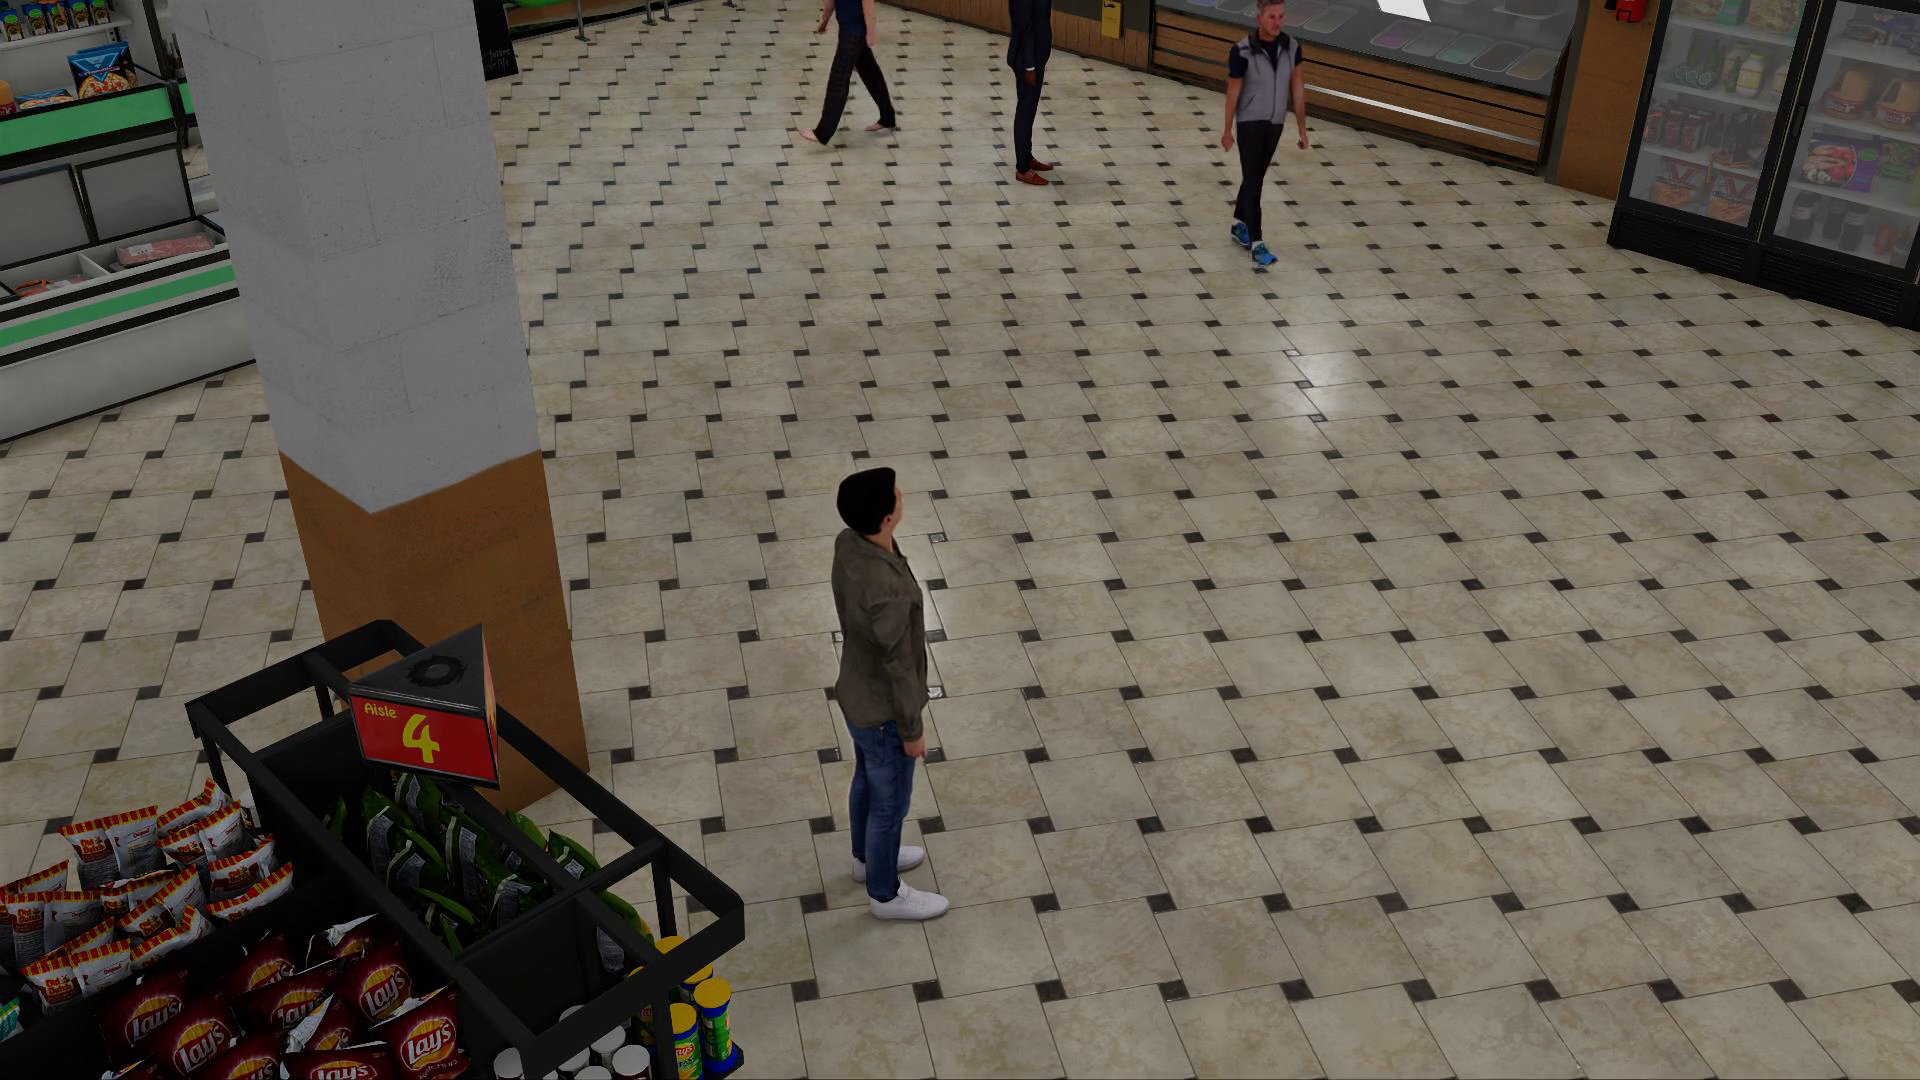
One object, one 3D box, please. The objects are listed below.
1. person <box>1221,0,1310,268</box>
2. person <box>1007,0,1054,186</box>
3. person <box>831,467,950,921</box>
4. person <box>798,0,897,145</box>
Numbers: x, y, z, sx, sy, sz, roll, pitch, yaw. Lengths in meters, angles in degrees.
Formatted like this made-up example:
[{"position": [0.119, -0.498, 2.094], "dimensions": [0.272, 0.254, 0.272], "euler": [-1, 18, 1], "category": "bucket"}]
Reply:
[{"position": [2.017, -2.866, 11.497], "dimensions": [1.084, 1.793, 0.971], "euler": [-15, 35, -22], "category": "person"}, {"position": [0.534, -3.692, 12.795], "dimensions": [0.850, 1.824, 0.755], "euler": [5, 32, 8], "category": "person"}, {"position": [-0.291, 0.560, 5.922], "dimensions": [0.760, 1.866, 0.791], "euler": [-10, 33, -16], "category": "person"}, {"position": [-0.776, -4.158, 13.548], "dimensions": [1.257, 1.820, 0.958], "euler": [-13, 34, -20], "category": "person"}]
